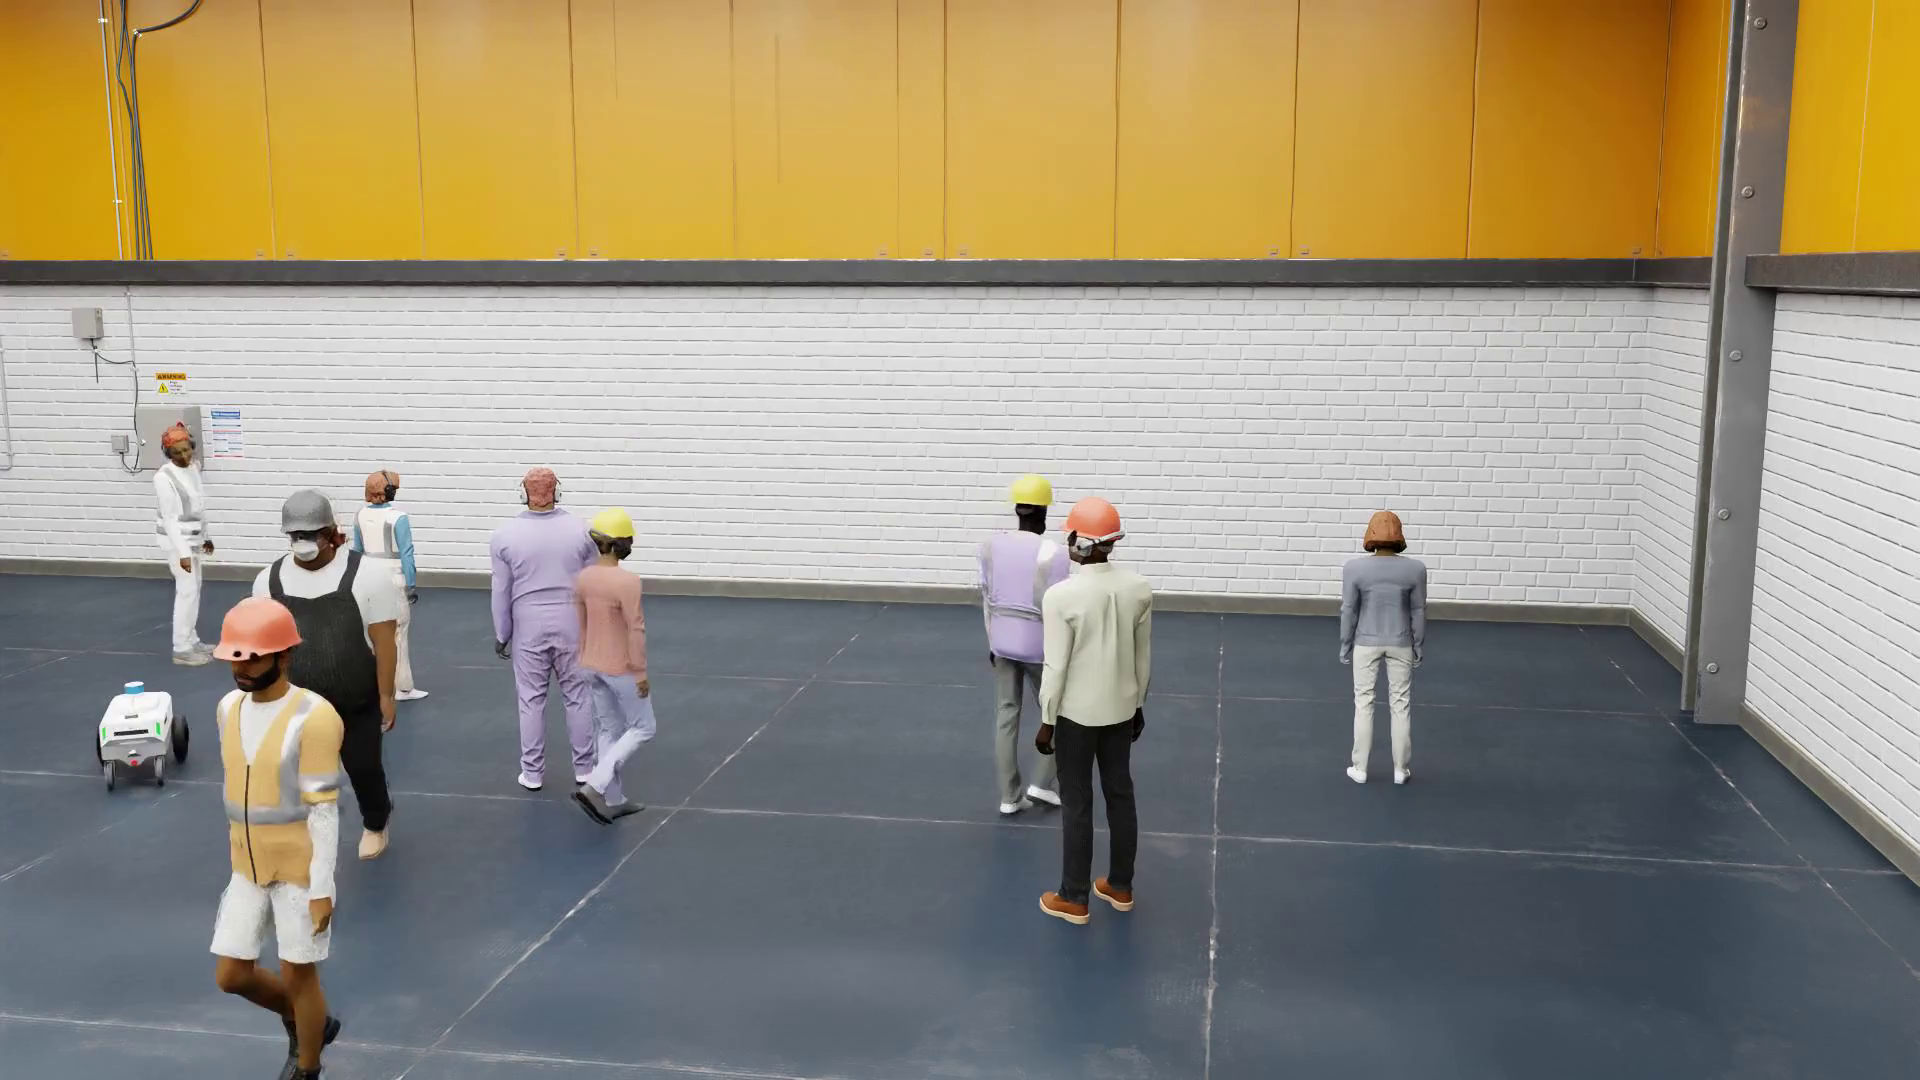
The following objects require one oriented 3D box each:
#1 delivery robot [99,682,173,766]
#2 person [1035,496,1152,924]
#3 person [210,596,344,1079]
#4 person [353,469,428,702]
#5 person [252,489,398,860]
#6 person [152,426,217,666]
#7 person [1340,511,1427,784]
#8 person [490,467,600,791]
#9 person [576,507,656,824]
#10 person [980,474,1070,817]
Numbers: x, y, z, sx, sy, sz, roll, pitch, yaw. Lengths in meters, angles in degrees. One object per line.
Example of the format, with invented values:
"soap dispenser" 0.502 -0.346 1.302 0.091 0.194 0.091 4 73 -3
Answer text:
"delivery robot" -4.949 1.099 10.002 0.477 0.478 0.707 -3 10 -21
"person" 0.622 0.788 7.769 0.622 1.996 0.370 -6 11 -32
"person" -2.379 1.137 5.844 0.548 1.922 0.440 3 10 20
"person" -4.038 0.325 11.721 0.512 1.642 0.312 4 10 26
"person" -3.108 0.695 8.211 0.677 2.000 0.975 -2 9 -9
"person" -6.008 0.033 12.849 0.371 1.859 0.639 -1 9 -4
"person" 2.495 0.635 9.832 0.497 1.633 0.288 1 9 7
"person" -2.409 0.517 9.739 0.639 1.903 0.407 -3 10 -18
"person" -1.908 0.699 9.057 0.545 1.753 0.443 8 12 41
"person" 0.376 0.587 9.277 0.585 1.909 0.507 5 11 29
